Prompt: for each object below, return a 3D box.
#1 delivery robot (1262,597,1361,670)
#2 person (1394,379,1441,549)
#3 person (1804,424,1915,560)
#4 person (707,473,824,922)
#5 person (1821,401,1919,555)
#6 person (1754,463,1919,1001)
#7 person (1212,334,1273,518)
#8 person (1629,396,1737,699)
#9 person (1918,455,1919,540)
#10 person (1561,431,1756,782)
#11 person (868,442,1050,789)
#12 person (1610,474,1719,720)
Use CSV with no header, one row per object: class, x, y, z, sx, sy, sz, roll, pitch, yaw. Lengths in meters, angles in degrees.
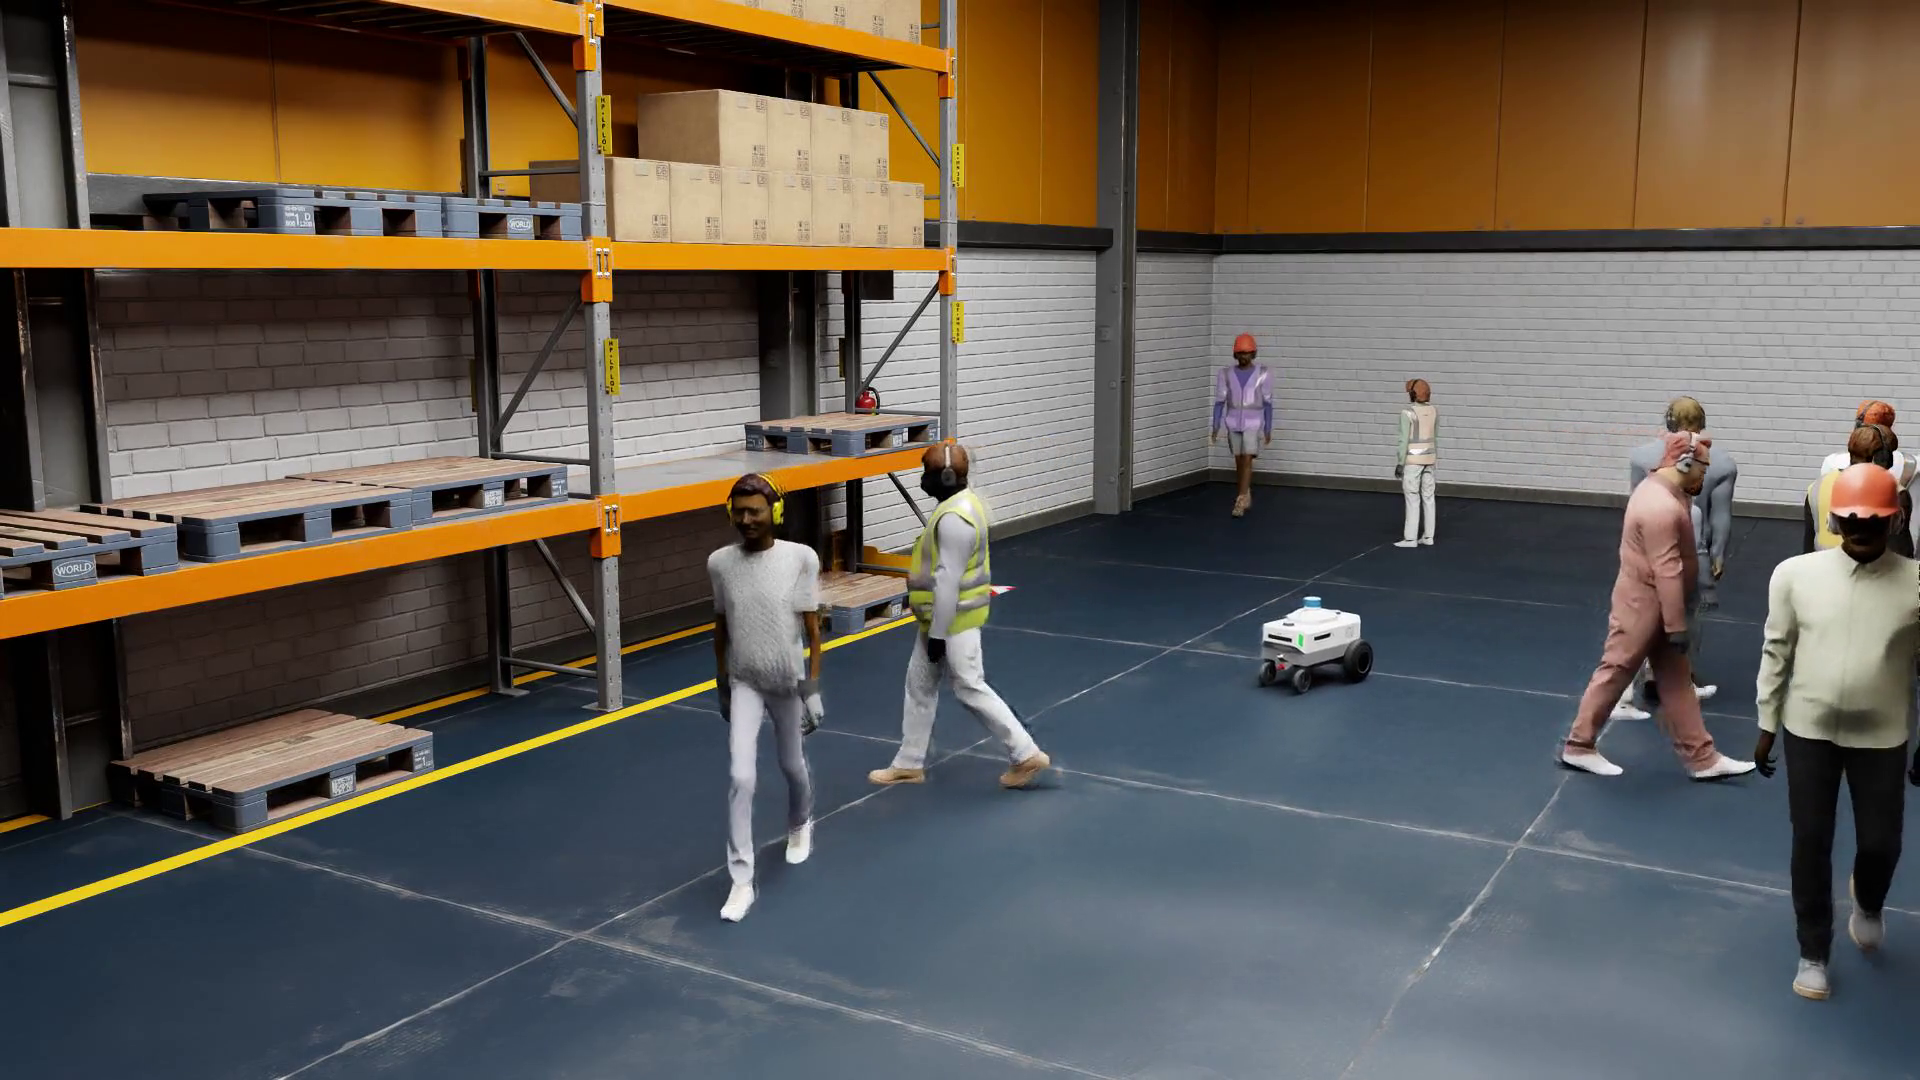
delivery robot,2.270,0.611,10.739,0.707,0.478,0.477,-9,13,-43
person,4.417,-0.732,16.045,0.521,1.636,0.312,-5,11,-30
person,4.882,0.292,9.020,0.429,1.843,0.633,-3,10,-21
person,-0.814,0.603,7.140,0.521,1.830,0.959,1,9,3
person,5.496,0.095,10.117,0.584,1.882,0.344,2,9,9
person,3.291,0.682,6.170,0.620,1.973,0.585,5,10,29
person,3.122,-1.272,18.363,0.622,1.989,1.077,4,10,21
person,4.499,0.047,10.429,0.617,1.898,0.954,4,10,22
person,6.281,0.060,10.518,0.595,1.817,0.993,8,12,42
person,3.636,0.358,8.601,0.976,1.841,0.656,4,10,26
person,0.013,0.401,8.474,0.907,1.811,0.633,0,9,-1
person,4.240,0.275,9.895,0.832,1.590,0.536,-2,9,-9
